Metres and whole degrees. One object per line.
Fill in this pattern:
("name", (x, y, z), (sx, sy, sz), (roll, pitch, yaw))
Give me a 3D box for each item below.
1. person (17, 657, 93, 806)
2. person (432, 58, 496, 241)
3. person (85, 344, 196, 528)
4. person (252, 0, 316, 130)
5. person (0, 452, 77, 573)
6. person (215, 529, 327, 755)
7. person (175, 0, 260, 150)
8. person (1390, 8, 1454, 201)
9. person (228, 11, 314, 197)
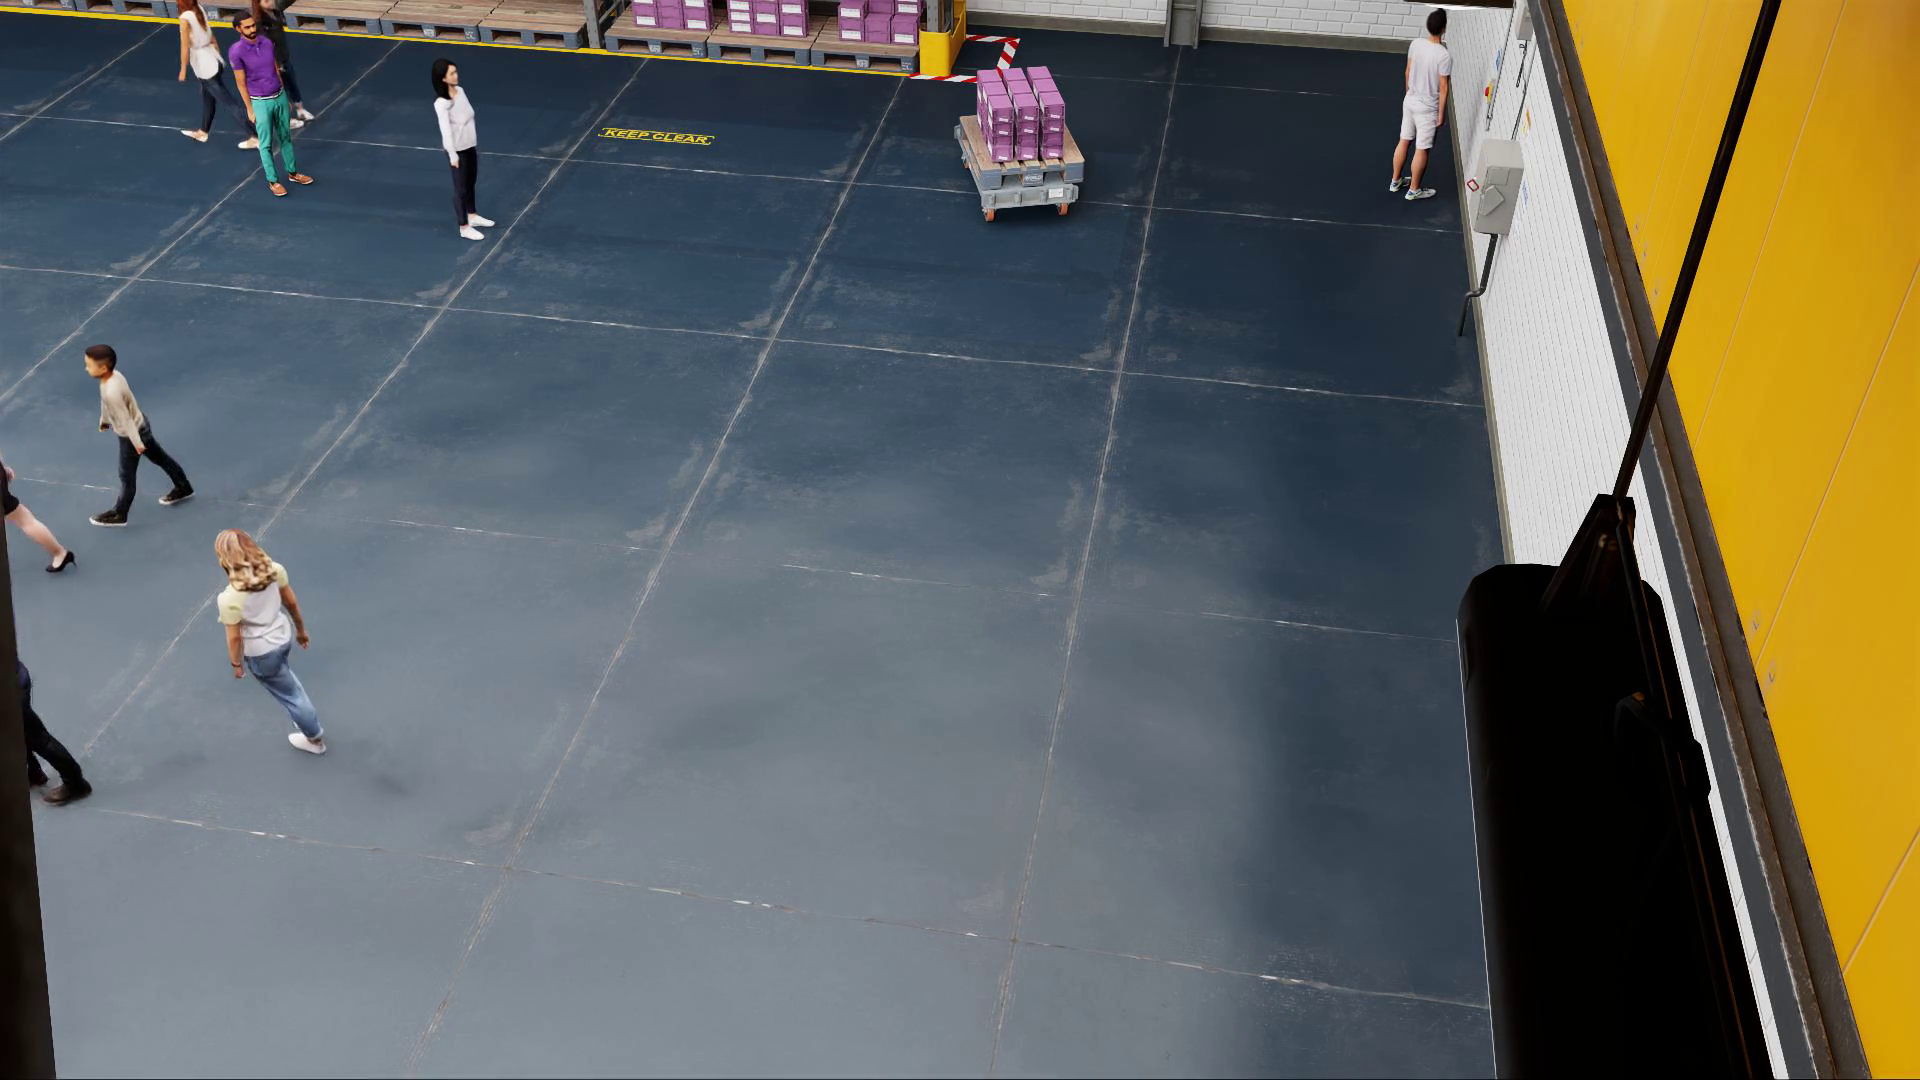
("person", (-5.450, 0.866, 9.657), (0.889, 1.771, 0.831), (-15, 41, -18))
("person", (-4.611, -3.619, 15.330), (0.521, 1.700, 0.599), (6, 39, 8))
("person", (-5.902, -0.802, 12.016), (1.019, 1.434, 0.898), (-17, 42, -20))
("person", (-7.124, -4.991, 17.230), (0.566, 1.472, 0.583), (5, 39, 7))
("person", (-6.523, -0.374, 11.341), (1.126, 1.608, 0.873), (-10, 40, -12))
("person", (-4.058, 0.672, 9.948), (0.700, 1.712, 0.681), (14, 41, 17))
("person", (-7.422, -4.712, 16.660), (1.109, 1.748, 0.745), (-1, 39, -2))
("person", (4.417, -4.166, 15.888), (0.804, 1.858, 0.760), (-21, 43, -24))
("person", (-6.697, -4.231, 16.042), (0.715, 1.767, 0.712), (24, 44, 27))
